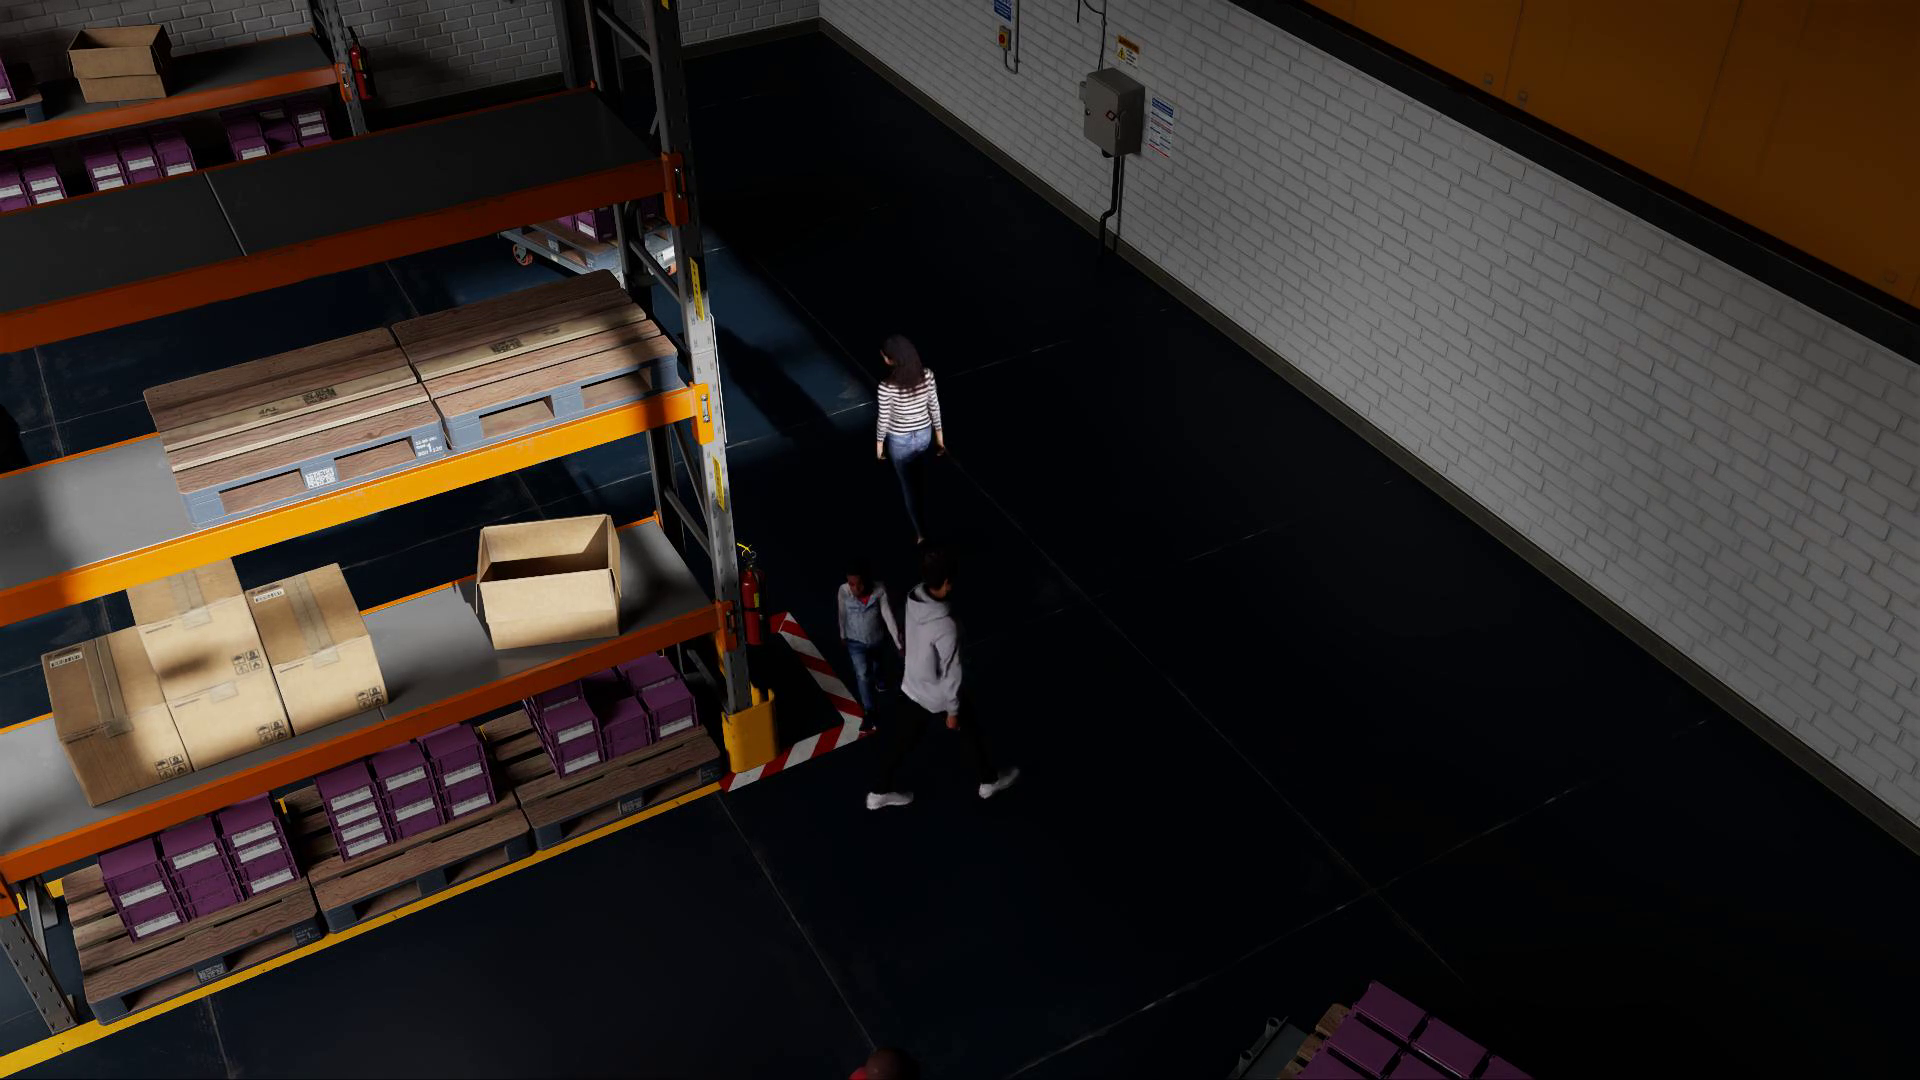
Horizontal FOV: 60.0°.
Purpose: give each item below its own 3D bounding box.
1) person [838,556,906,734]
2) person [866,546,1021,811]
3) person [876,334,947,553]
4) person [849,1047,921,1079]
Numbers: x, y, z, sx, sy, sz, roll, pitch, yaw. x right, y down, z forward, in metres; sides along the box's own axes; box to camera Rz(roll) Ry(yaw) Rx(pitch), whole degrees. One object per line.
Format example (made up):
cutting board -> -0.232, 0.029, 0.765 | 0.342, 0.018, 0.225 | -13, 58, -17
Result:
person -> -0.581, 0.554, 10.510 | 0.917, 1.222, 0.886 | -3, 39, -4
person -> -0.235, 0.873, 9.597 | 1.171, 1.864, 0.689 | -17, 42, -20
person -> -0.319, -0.590, 11.507 | 0.599, 1.766, 0.705 | -16, 41, -19
person -> -0.277, 2.783, 7.240 | 0.568, 1.819, 0.651 | -20, 43, -24
